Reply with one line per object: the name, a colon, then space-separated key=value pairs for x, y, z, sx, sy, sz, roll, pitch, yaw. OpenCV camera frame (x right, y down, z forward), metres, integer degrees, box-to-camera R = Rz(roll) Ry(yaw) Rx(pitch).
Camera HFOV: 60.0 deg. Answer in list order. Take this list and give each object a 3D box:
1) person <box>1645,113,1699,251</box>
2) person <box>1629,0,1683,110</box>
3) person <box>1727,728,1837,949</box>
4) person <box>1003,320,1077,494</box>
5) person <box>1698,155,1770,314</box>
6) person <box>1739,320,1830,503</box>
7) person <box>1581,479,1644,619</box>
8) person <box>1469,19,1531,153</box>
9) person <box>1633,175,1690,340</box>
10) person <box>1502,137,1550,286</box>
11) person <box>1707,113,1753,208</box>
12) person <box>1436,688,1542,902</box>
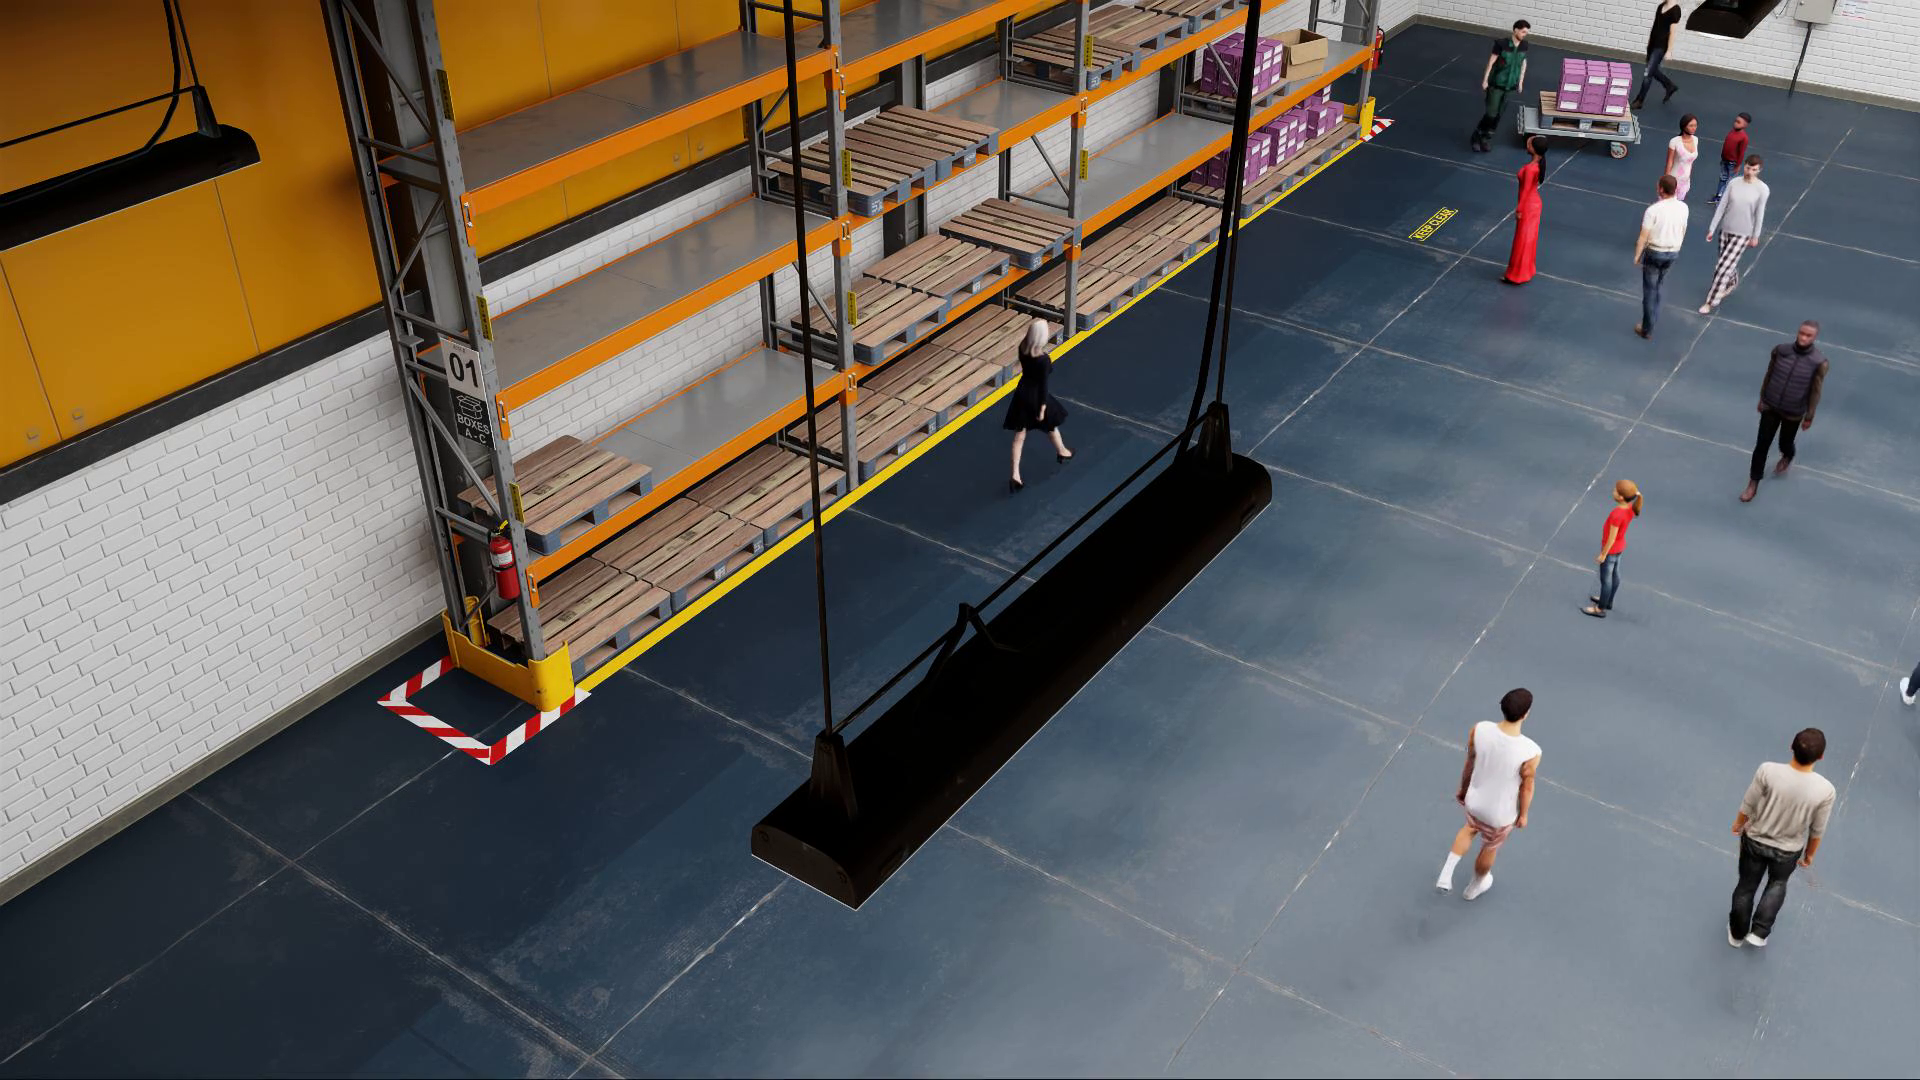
person: x=8.752 y=-4.368 z=20.362 sx=0.615 sy=1.741 sz=0.717 roll=-13 pitch=36 yaw=-19
person: x=10.467 y=-7.334 z=24.704 sx=1.165 sy=1.874 sz=1.123 roll=-5 pitch=34 yaw=-8
person: x=5.249 y=1.992 z=10.740 sx=0.702 sy=1.801 sz=0.707 roll=14 pitch=36 yaw=21
person: x=0.631 y=-1.235 z=15.683 sx=0.682 sy=1.704 sz=1.160 roll=27 pitch=42 yaw=34
person: x=8.925 y=-3.544 z=19.069 sx=1.215 sy=1.801 sz=0.843 roll=-26 pitch=42 yaw=-34
person: x=7.773 y=-1.249 z=15.609 sx=1.177 sy=1.809 sz=0.834 roll=-29 pitch=43 yaw=-36
person: x=5.542 y=0.066 z=14.082 sx=0.569 sy=1.309 sz=0.438 roll=26 pitch=42 yaw=34
person: x=7.537 y=-6.379 z=23.276 sx=0.846 sy=1.865 sz=0.931 roll=-5 pitch=34 yaw=-8
person: x=7.768 y=-3.079 z=18.350 sx=0.818 sy=1.823 sz=0.869 roll=-2 pitch=34 yaw=-4
person: x=6.702 y=-3.883 z=19.594 sx=0.690 sy=1.784 sz=0.567 roll=19 pitch=38 yaw=26
person: x=10.090 y=-4.971 z=21.709 sx=0.631 sy=1.255 sz=0.579 roll=-8 pitch=34 yaw=-12
person: x=3.505 y=1.767 z=11.100 sx=0.830 sy=1.777 sz=0.717 roll=-26 pitch=42 yaw=-34
